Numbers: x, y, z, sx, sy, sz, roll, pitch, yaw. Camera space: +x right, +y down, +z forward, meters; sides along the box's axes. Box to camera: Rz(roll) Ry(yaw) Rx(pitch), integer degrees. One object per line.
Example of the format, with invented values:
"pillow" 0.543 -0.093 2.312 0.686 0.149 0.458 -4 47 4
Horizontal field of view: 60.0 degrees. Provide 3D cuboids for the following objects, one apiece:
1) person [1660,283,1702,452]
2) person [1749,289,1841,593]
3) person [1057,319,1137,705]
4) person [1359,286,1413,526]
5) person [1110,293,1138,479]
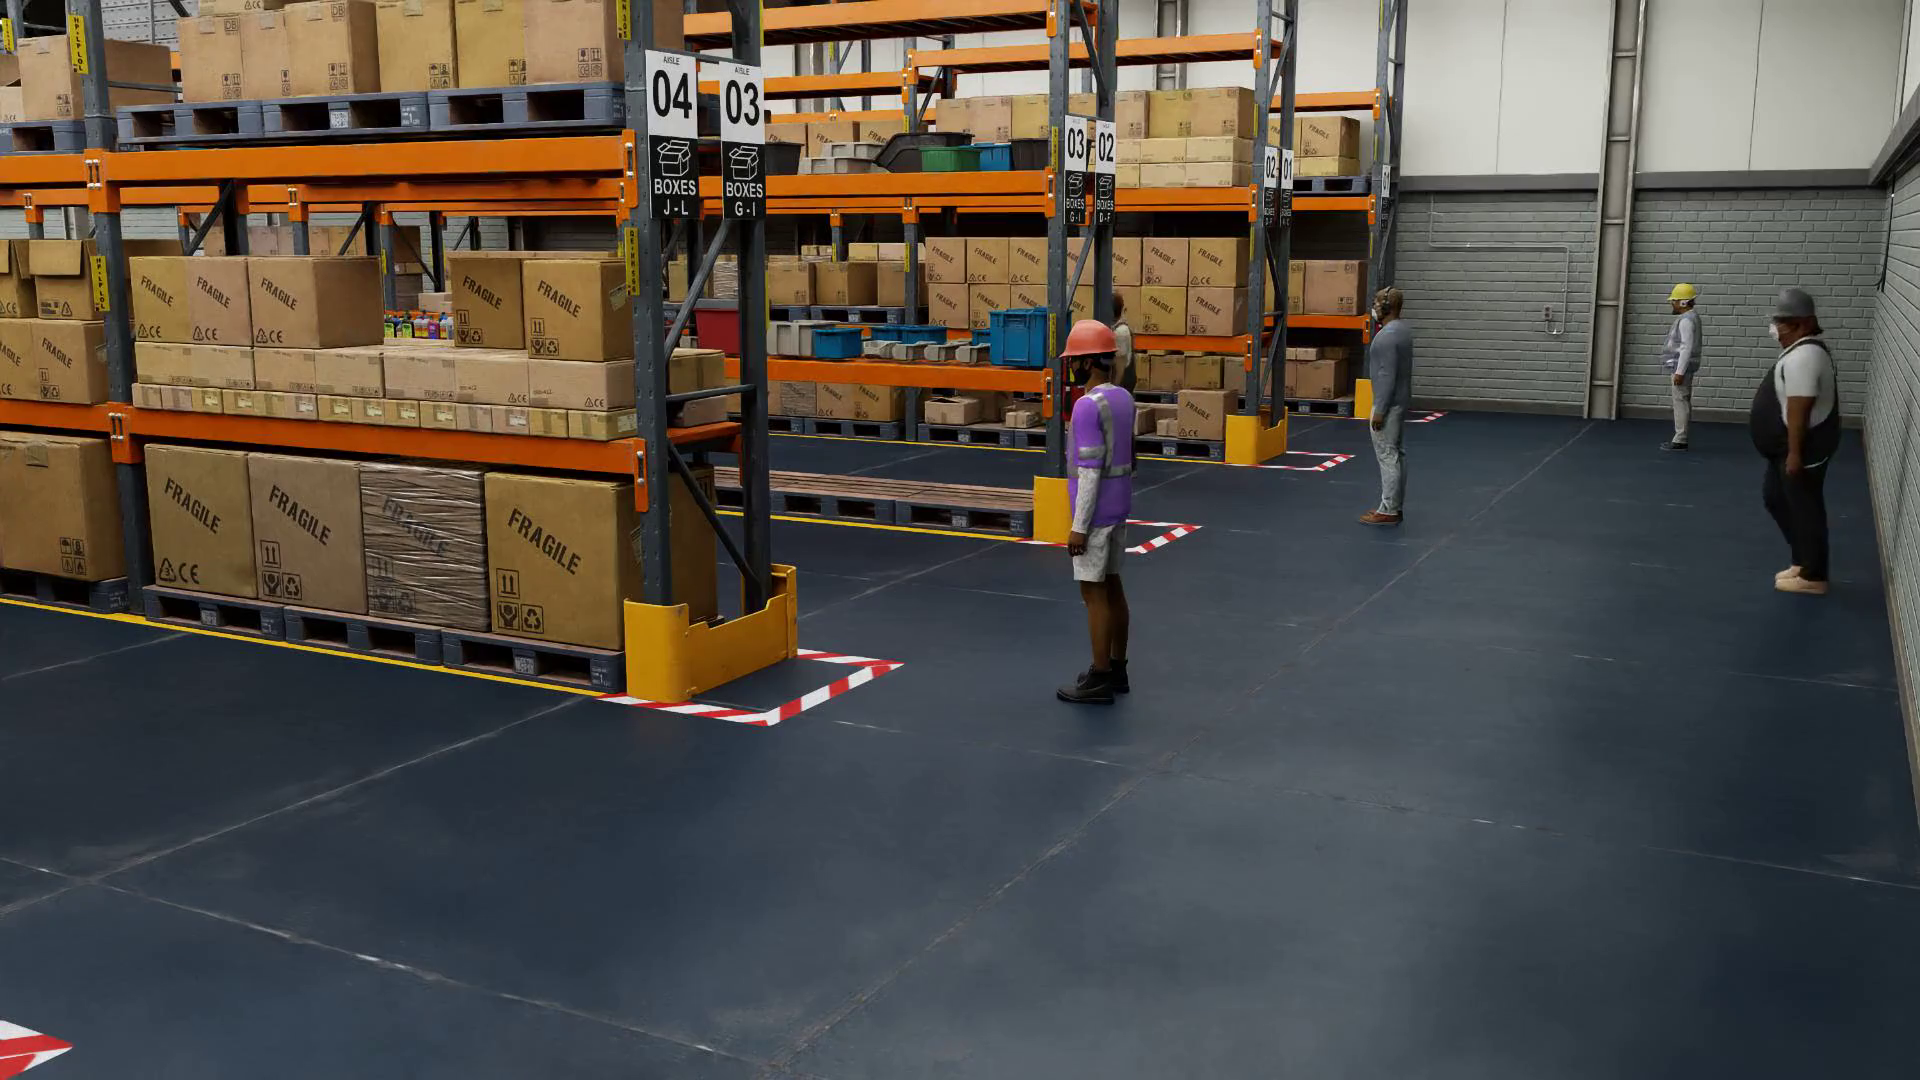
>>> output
"person" 7.872 -1.880 18.174 0.404 1.827 0.600 5 12 27
"person" 5.526 -0.670 10.997 0.572 2.000 0.697 5 11 24
"person" 0.667 -0.139 8.389 0.378 1.932 0.551 5 12 27
"person" 3.482 -1.081 13.517 0.352 1.937 0.635 5 12 27
"person" 1.525 -1.452 15.902 0.436 1.810 0.567 -1 10 -3
